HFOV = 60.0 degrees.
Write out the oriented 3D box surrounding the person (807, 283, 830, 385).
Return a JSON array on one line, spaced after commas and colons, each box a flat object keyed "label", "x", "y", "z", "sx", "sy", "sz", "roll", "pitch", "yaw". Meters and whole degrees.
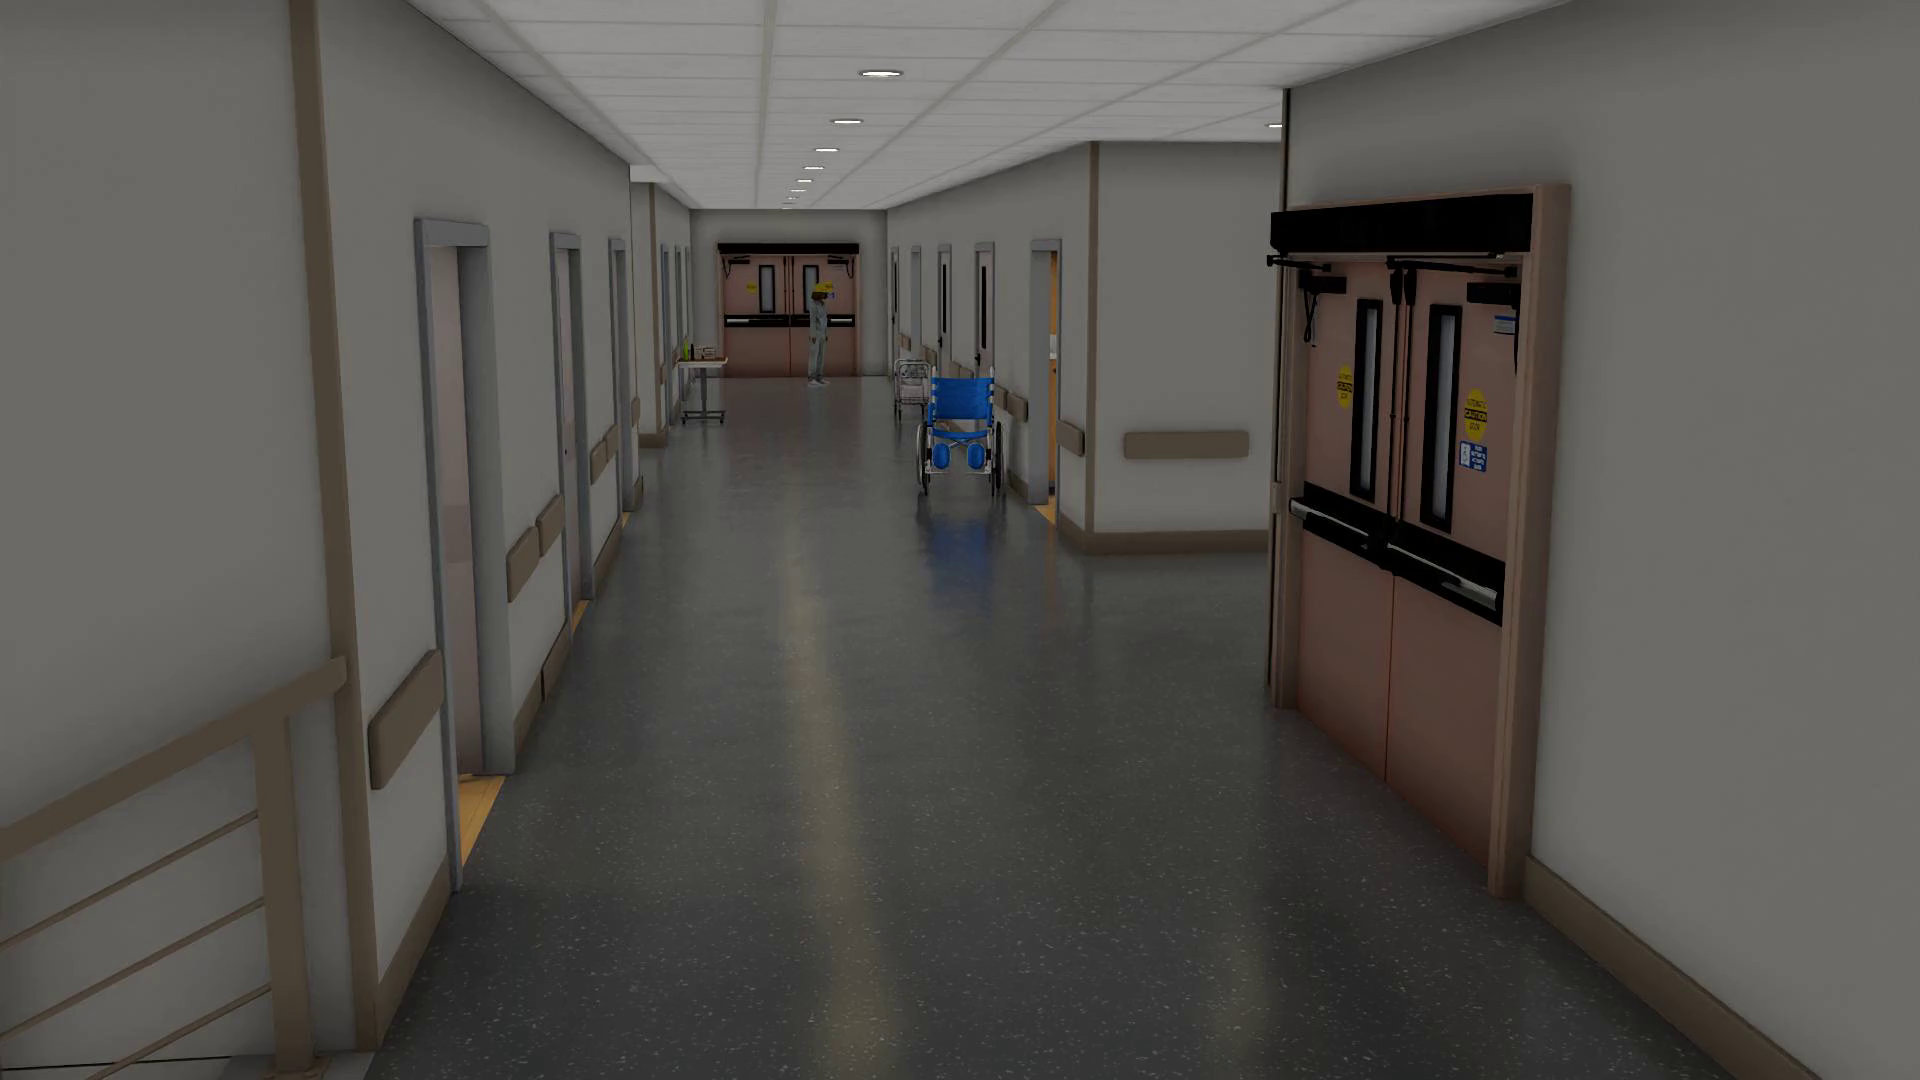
[{"label": "person", "x": -2.392, "y": -3.493, "z": 28.272, "sx": 0.345, "sy": 1.735, "sz": 0.485, "roll": 4, "pitch": 11, "yaw": 24}]
